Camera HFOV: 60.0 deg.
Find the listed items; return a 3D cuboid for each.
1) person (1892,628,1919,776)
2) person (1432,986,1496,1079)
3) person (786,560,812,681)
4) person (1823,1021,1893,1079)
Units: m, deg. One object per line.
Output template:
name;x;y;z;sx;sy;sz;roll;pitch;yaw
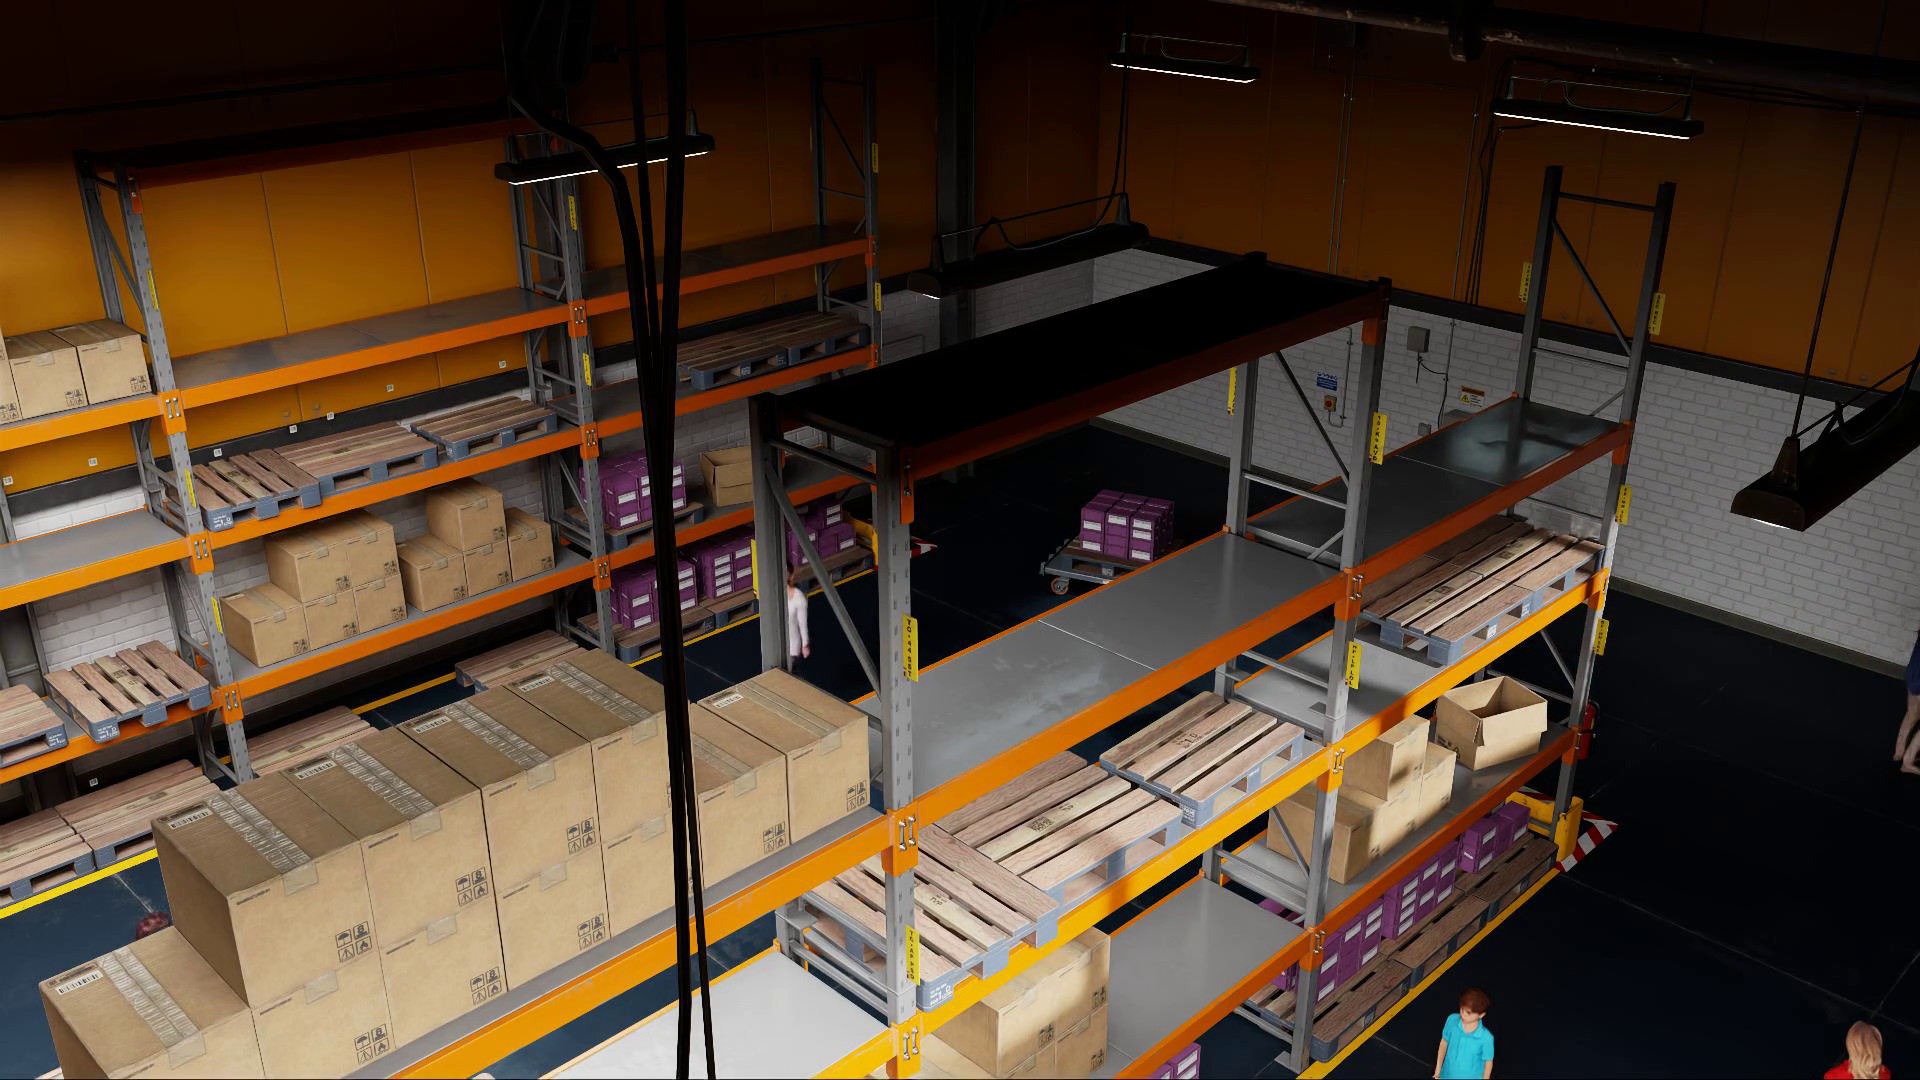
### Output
person;9.199;1.425;15.998;0.808;1.694;0.725;3;24;8
person;3.413;3.627;11.266;0.456;1.449;0.517;-22;32;-40
person;-1.718;1.020;16.780;0.841;1.809;1.196;15;28;30
person;5.612;3.785;10.585;0.640;1.705;0.746;-4;24;-10
